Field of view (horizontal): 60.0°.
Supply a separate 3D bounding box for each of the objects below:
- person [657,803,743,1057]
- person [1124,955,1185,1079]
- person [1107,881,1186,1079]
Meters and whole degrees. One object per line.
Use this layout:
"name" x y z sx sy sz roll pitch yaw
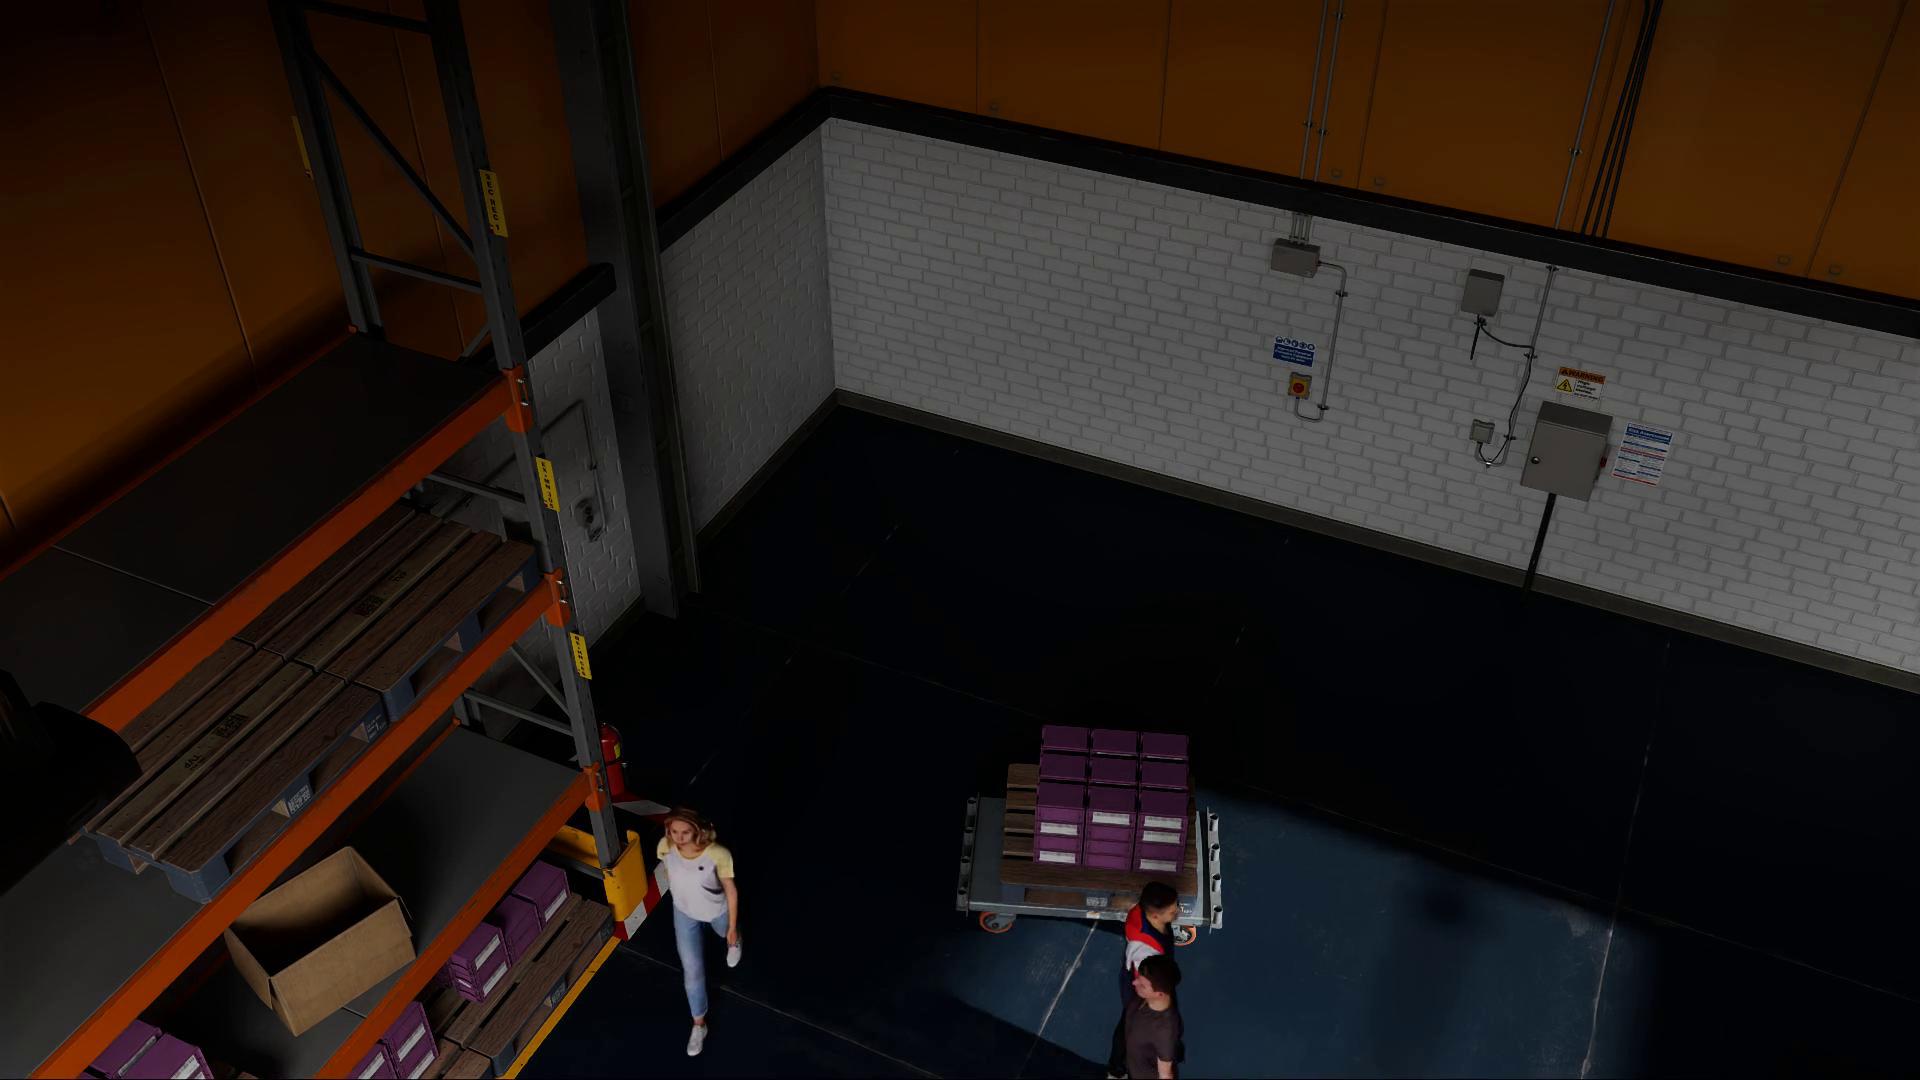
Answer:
"person" -1.459 2.092 9.730 0.874 1.675 1.241 5 39 7
"person" 1.007 2.788 8.717 0.793 1.852 0.667 -4 39 -5
"person" 0.946 2.493 9.170 0.818 1.748 0.738 4 39 5
